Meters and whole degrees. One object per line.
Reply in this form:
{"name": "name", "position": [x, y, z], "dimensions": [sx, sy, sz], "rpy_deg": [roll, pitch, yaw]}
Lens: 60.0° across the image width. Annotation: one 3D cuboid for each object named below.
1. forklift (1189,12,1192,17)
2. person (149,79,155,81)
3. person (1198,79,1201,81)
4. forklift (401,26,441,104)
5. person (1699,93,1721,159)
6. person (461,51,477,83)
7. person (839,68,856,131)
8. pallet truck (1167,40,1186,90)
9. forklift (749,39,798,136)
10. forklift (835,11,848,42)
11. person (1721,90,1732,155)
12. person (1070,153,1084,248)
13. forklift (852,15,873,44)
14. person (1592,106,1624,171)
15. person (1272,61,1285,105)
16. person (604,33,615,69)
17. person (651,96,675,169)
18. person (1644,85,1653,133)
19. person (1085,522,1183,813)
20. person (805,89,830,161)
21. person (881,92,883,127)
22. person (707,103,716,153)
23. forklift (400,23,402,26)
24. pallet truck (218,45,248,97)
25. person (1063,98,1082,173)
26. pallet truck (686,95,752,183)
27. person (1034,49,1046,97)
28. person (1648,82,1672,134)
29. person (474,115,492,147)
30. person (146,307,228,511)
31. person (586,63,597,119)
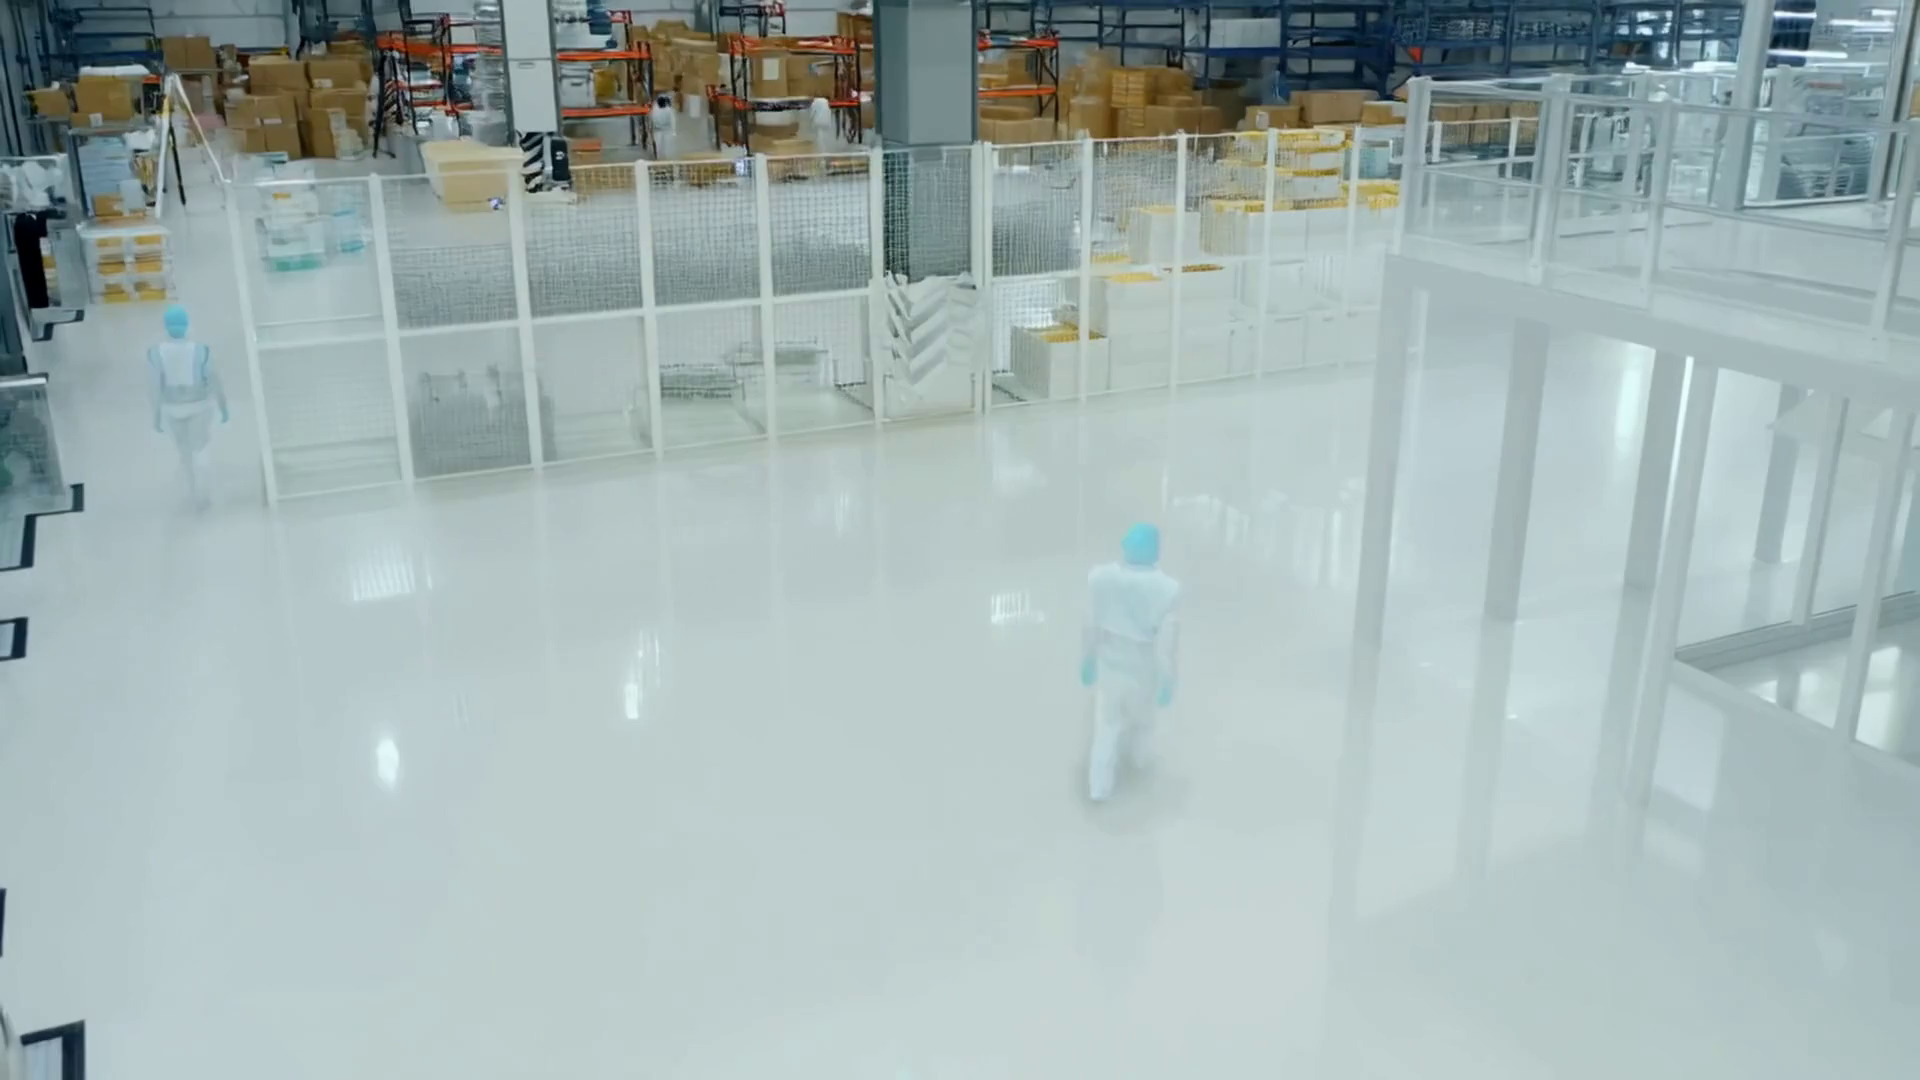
{"name": "forklift", "position": [10.944, -24.235, 80.922], "dimensions": [1.873, 2.768, 1.129], "rpy_deg": [-9, 21, -25]}
{"name": "person", "position": [-24.918, -13.440, 51.520], "dimensions": [0.515, 1.634, 0.313], "rpy_deg": [11, 22, 29]}
{"name": "person", "position": [11.030, -21.666, 75.388], "dimensions": [0.594, 1.619, 0.533], "rpy_deg": [-10, 21, -26]}
{"name": "forklift", "position": [-20.470, -17.640, 61.806], "dimensions": [1.873, 2.768, 1.129], "rpy_deg": [-9, 21, -25]}
{"name": "person", "position": [19.984, -10.971, 44.153], "dimensions": [0.526, 1.768, 0.330], "rpy_deg": [3, 19, 8]}
{"name": "person", "position": [-18.507, -17.490, 62.851], "dimensions": [0.551, 1.911, 0.848], "rpy_deg": [2, 19, 5]}
{"name": "person", "position": [-3.514, -13.773, 52.049], "dimensions": [0.597, 1.916, 0.371], "rpy_deg": [13, 23, 33]}
{"name": "pallet truck", "position": [9.045, -19.971, 69.895], "dimensions": [0.823, 1.965, 1.885], "rpy_deg": [-3, 19, -8]}
{"name": "forklift", "position": [-5.794, -13.889, 50.932], "dimensions": [1.129, 2.768, 1.873], "rpy_deg": [-9, 21, -25]}
{"name": "forklift", "position": [-5.921, -25.011, 83.172], "dimensions": [1.873, 2.768, 1.129], "rpy_deg": [-9, 21, -25]}
{"name": "person", "position": [19.356, -10.347, 42.003], "dimensions": [0.377, 1.995, 0.608], "rpy_deg": [12, 22, 30]}
{"name": "person", "position": [2.075, -5.602, 28.331], "dimensions": [0.372, 1.940, 0.631], "rpy_deg": [8, 20, 21]}
{"name": "forklift", "position": [-4.410, -22.509, 75.919], "dimensions": [1.129, 2.768, 1.873], "rpy_deg": [-10, 21, -26]}
{"name": "person", "position": [14.554, -8.861, 37.625], "dimensions": [0.539, 2.000, 0.689], "rpy_deg": [-12, 22, -31]}
{"name": "person", "position": [10.664, -15.015, 55.617], "dimensions": [0.474, 1.942, 0.604], "rpy_deg": [0, 19, 1]}
{"name": "person", "position": [-16.742, -23.229, 79.452], "dimensions": [0.376, 1.931, 0.635], "rpy_deg": [15, 24, 38]}
{"name": "person", "position": [-7.577, -10.440, 42.552], "dimensions": [0.622, 1.811, 0.801], "rpy_deg": [0, 19, 0]}
{"name": "person", "position": [20.198, -12.645, 49.145], "dimensions": [0.536, 1.677, 0.579], "rpy_deg": [2, 19, 6]}
{"name": "person", "position": [1.045, 0.757, 10.119], "dimensions": [0.631, 1.802, 0.940], "rpy_deg": [8, 21, 22]}
{"name": "person", "position": [-3.690, -10.841, 43.598], "dimensions": [1.005, 1.896, 0.645], "rpy_deg": [13, 23, 34]}
{"name": "person", "position": [-2.133, -12.120, 47.405], "dimensions": [0.572, 1.843, 1.099], "rpy_deg": [3, 19, 9]}
{"name": "person", "position": [-6.187, -10.116, 41.796], "dimensions": [0.322, 1.690, 0.533], "rpy_deg": [-10, 21, -27]}
{"name": "forklift", "position": [-22.280, -19.123, 66.105], "dimensions": [1.129, 2.768, 1.873], "rpy_deg": [14, 23, 35]}
{"name": "pallet truck", "position": [-28.879, -18.665, 66.111], "dimensions": [0.823, 1.965, 1.885], "rpy_deg": [-3, 19, -9]}
{"name": "person", "position": [2.851, -10.170, 41.746], "dimensions": [0.529, 1.831, 0.910], "rpy_deg": [5, 20, 15]}
{"name": "pallet truck", "position": [-5.836, -9.608, 39.856], "dimensions": [0.823, 1.965, 1.885], "rpy_deg": [10, 22, 27]}
{"name": "person", "position": [3.136, -18.453, 65.699], "dimensions": [0.521, 1.865, 0.328], "rpy_deg": [12, 22, 30]}
{"name": "person", "position": [19.885, -12.067, 47.252], "dimensions": [0.604, 1.819, 0.551], "rpy_deg": [2, 19, 6]}
{"name": "person", "position": [-10.942, -8.820, 37.979], "dimensions": [0.701, 1.716, 0.518], "rpy_deg": [-14, 24, -35]}
{"name": "person", "position": [-7.337, -1.271, 15.851], "dimensions": [0.649, 1.888, 1.029], "rpy_deg": [-5, 20, -14]}
{"name": "person", "position": [-12.479, -15.226, 56.372], "dimensions": [0.327, 1.843, 0.514], "rpy_deg": [-2, 19, -6]}
